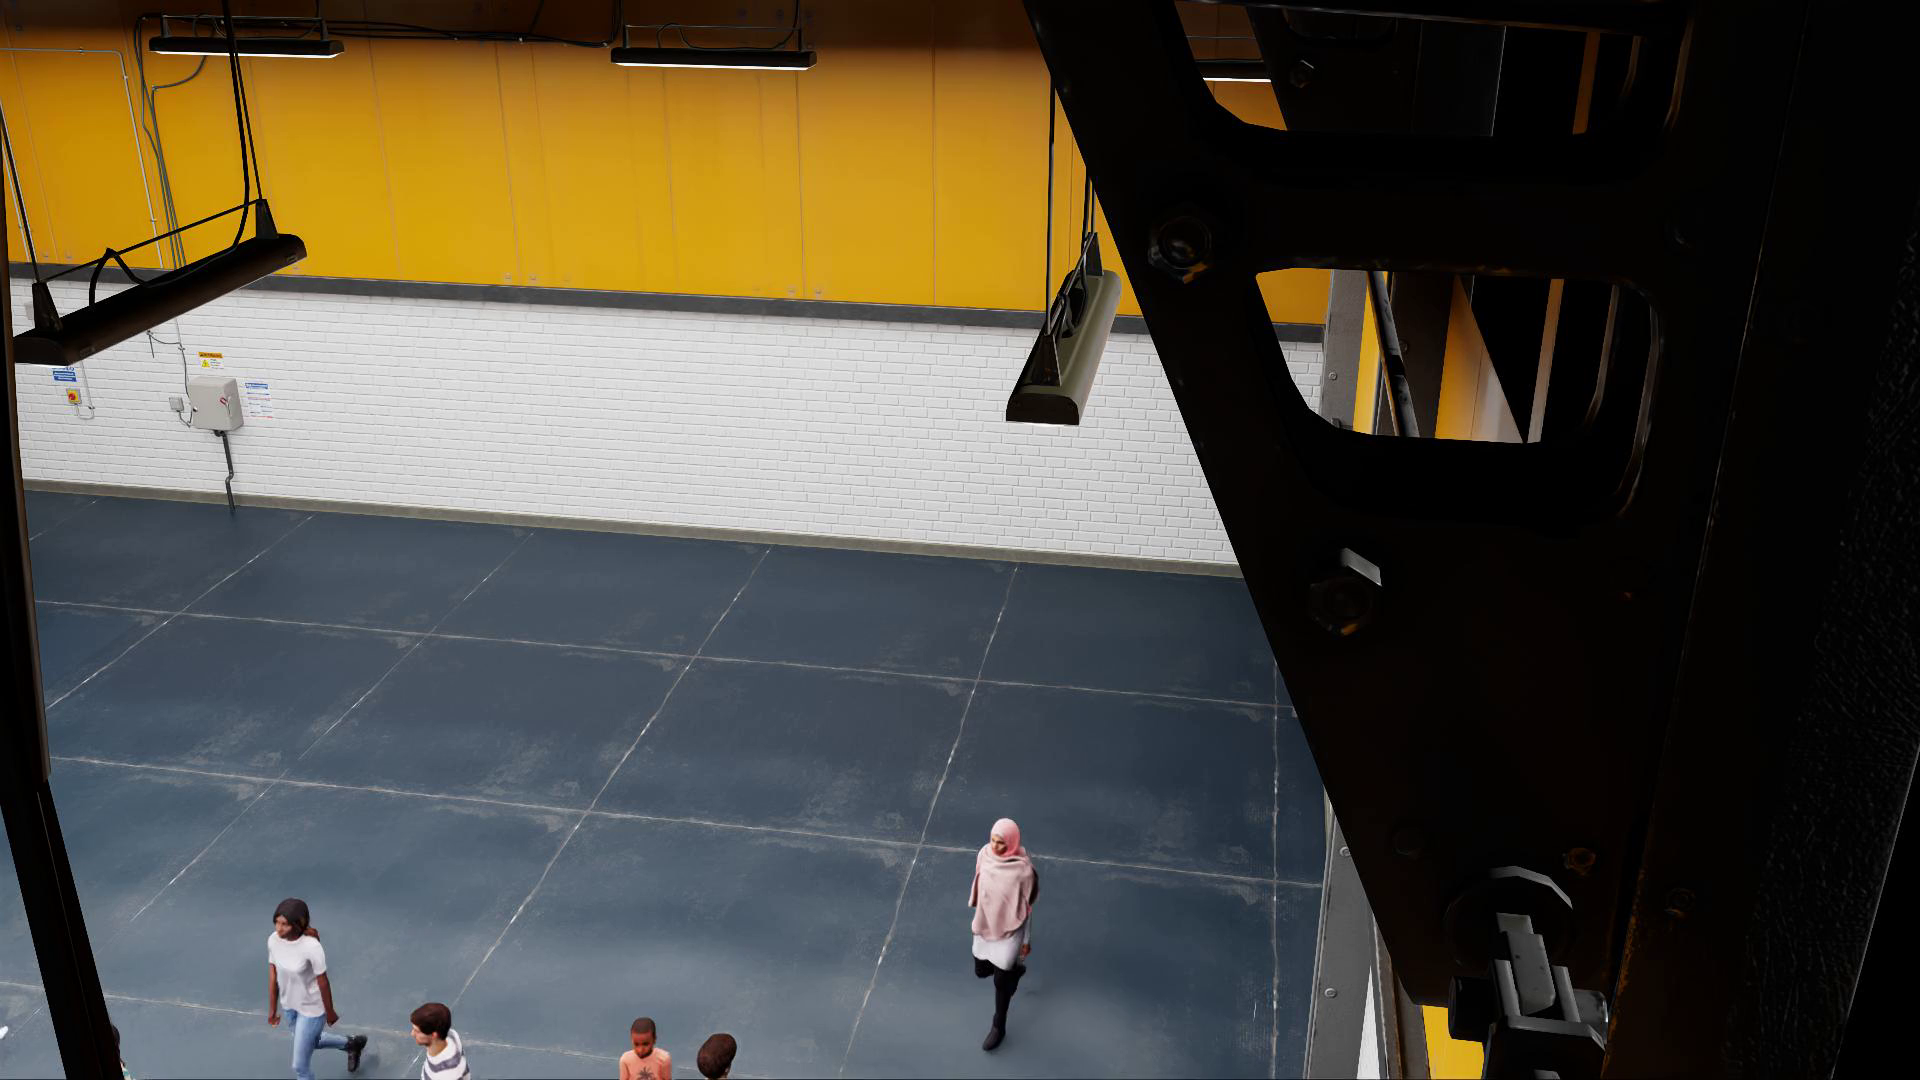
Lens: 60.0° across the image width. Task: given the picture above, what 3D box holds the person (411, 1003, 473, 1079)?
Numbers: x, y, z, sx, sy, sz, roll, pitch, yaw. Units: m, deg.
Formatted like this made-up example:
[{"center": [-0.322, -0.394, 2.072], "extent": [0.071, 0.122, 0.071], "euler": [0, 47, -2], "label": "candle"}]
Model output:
[{"center": [-2.915, 3.507, 9.931], "extent": [1.119, 1.817, 1.129], "euler": [-11, 26, -24], "label": "person"}]

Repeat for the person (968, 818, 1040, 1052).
[{"center": [0.335, 2.721, 11.761], "extent": [0.817, 1.791, 0.993], "euler": [13, 27, 27], "label": "person"}]

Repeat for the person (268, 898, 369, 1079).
[{"center": [-4.307, 3.080, 11.065], "extent": [0.803, 1.692, 1.143], "euler": [11, 26, 24], "label": "person"}]

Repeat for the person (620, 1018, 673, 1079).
[{"center": [-1.964, 3.528, 10.527], "extent": [0.573, 1.301, 0.755], "euler": [-1, 24, -2], "label": "person"}]
